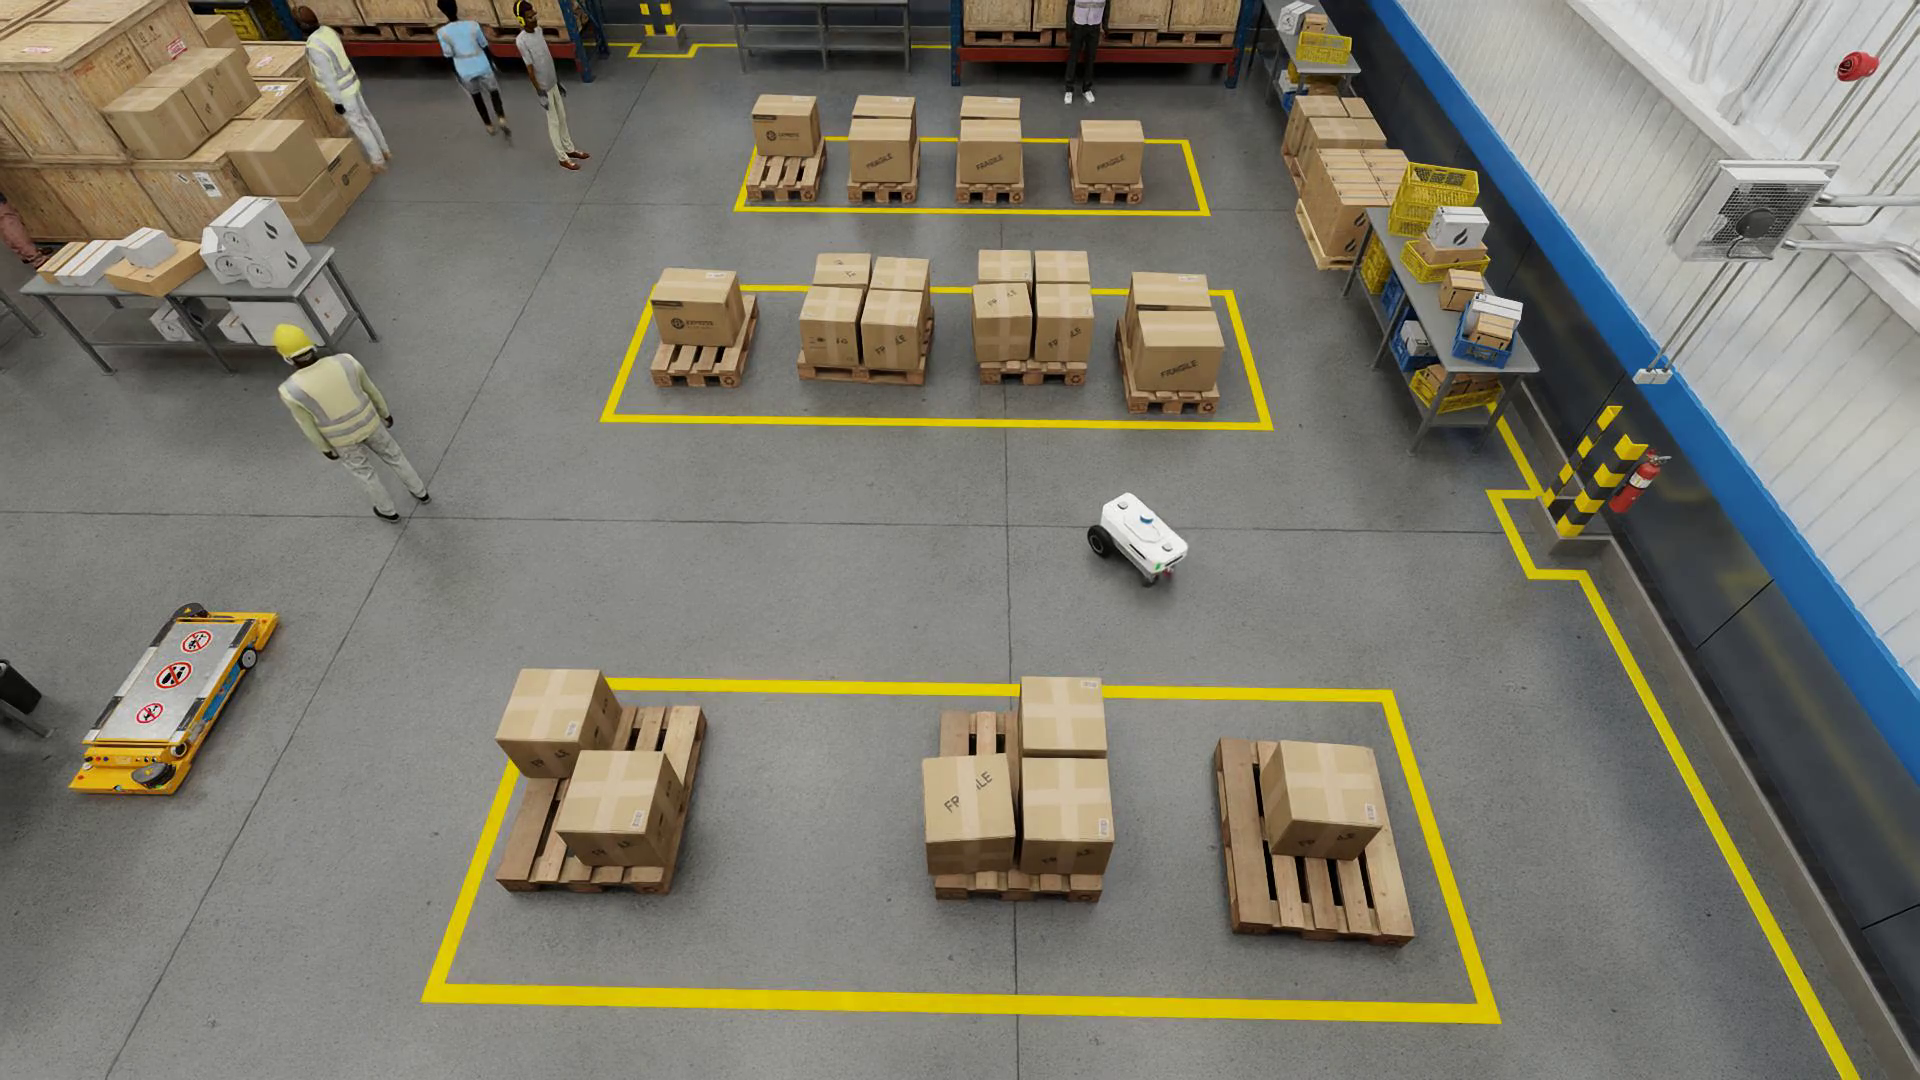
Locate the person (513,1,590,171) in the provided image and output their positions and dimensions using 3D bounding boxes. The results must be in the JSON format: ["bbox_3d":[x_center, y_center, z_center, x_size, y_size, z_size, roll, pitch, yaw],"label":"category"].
[{"bbox_3d":[-4.857,-5.358,10.843,0.328,1.872,0.512,6,50,5],"label":"person"}]

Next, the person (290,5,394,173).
[{"bbox_3d":[-7.289,-5.298,10.810,0.429,1.841,0.634,-7,50,-6],"label":"person"}]

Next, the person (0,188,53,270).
[{"bbox_3d":[-10.105,-3.699,9.425,0.636,1.900,0.402,21,53,17],"label":"person"}]

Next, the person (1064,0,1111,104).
[{"bbox_3d":[1.660,-6.740,11.985,0.587,1.914,0.391,-6,50,-5],"label":"person"}]

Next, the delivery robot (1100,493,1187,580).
[{"bbox_3d":[1.427,-0.040,7.139,0.477,0.478,0.707,-27,55,-21],"label":"delivery robot"}]

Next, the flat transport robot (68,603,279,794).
[{"bbox_3d":[-5.504,1.072,6.442,0.652,0.197,1.431,1,50,1],"label":"flat transport robot"}]

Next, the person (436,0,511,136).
[{"bbox_3d":[-6.032,-5.838,11.362,0.552,1.683,0.516,-23,54,-18],"label":"person"}]

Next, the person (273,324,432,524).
[{"bbox_3d":[-4.709,-0.888,7.090,0.403,1.823,0.590,31,56,24],"label":"person"}]
